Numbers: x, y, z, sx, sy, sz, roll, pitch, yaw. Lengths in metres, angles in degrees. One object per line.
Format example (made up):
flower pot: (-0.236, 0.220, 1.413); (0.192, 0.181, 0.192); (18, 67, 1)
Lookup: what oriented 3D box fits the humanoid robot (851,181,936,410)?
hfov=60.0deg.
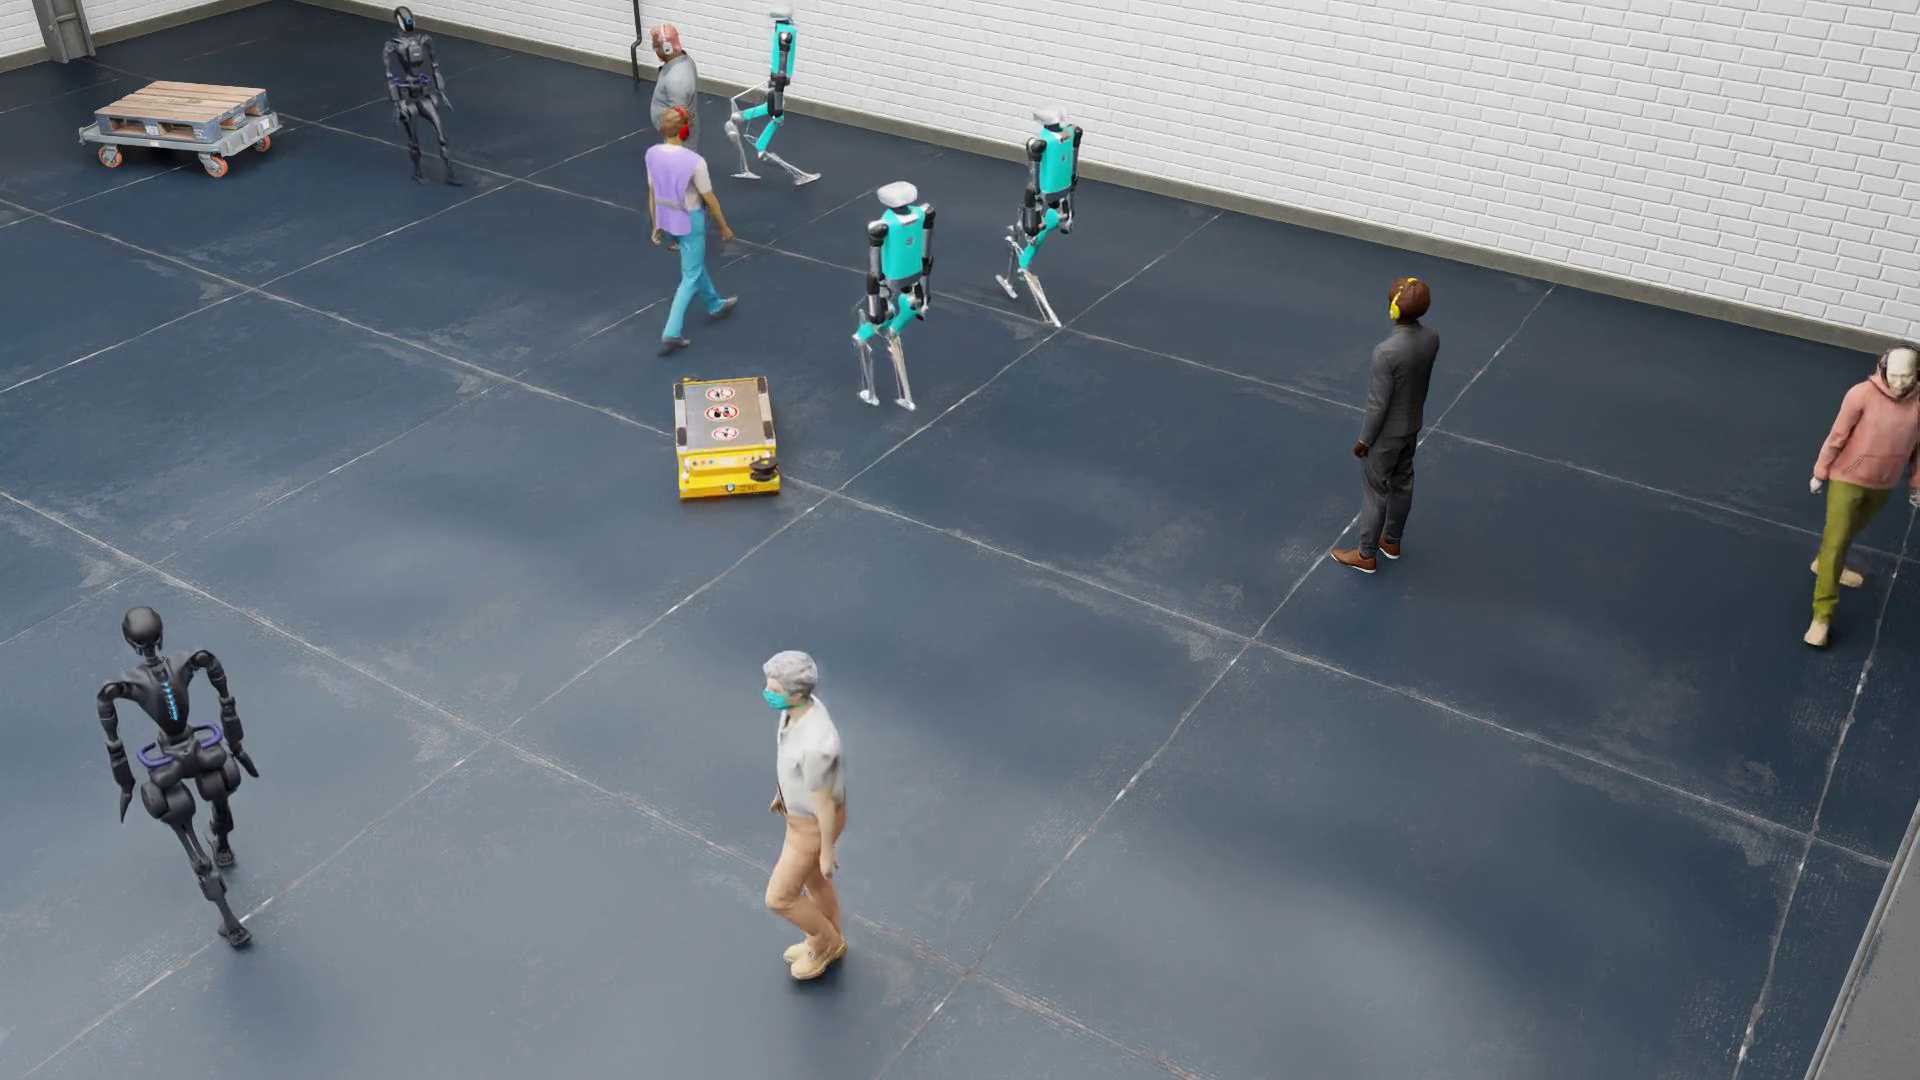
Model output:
humanoid robot: (-0.549, -1.684, 11.526); (0.548, 1.779, 0.795); (-24, 40, -32)

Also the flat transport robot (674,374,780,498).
flat transport robot: (-1.614, -0.741, 11.410); (0.659, 0.231, 1.431); (-5, 33, -8)

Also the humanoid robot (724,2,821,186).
humanoid robot: (-1.832, -3.992, 15.144); (1.031, 1.748, 0.538); (-2, 33, -3)

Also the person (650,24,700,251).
person: (-2.384, -3.392, 14.028); (0.407, 1.903, 0.636); (-1, 33, -2)

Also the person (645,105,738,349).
person: (-2.047, -2.371, 12.525); (0.573, 1.811, 0.895); (24, 40, 32)

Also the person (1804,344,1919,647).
person: (5.159, -0.339, 9.401); (0.581, 1.774, 0.920); (1, 33, 2)

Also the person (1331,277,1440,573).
person: (2.534, -0.669, 9.813); (0.493, 1.875, 0.356); (-23, 39, -31)

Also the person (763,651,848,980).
person: (-0.680, 1.188, 7.055); (0.413, 1.727, 0.507); (-9, 34, -14)

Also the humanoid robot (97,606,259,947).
humanoid robot: (-3.476, 1.010, 7.416); (0.590, 1.633, 0.795); (-25, 40, -34)

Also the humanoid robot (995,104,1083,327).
humanoid robot: (0.492, -2.573, 12.940); (0.530, 1.786, 0.998); (-28, 42, -36)

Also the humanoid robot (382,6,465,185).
humanoid robot: (-4.954, -4.042, 15.250); (0.586, 1.641, 0.600); (27, 41, 35)
